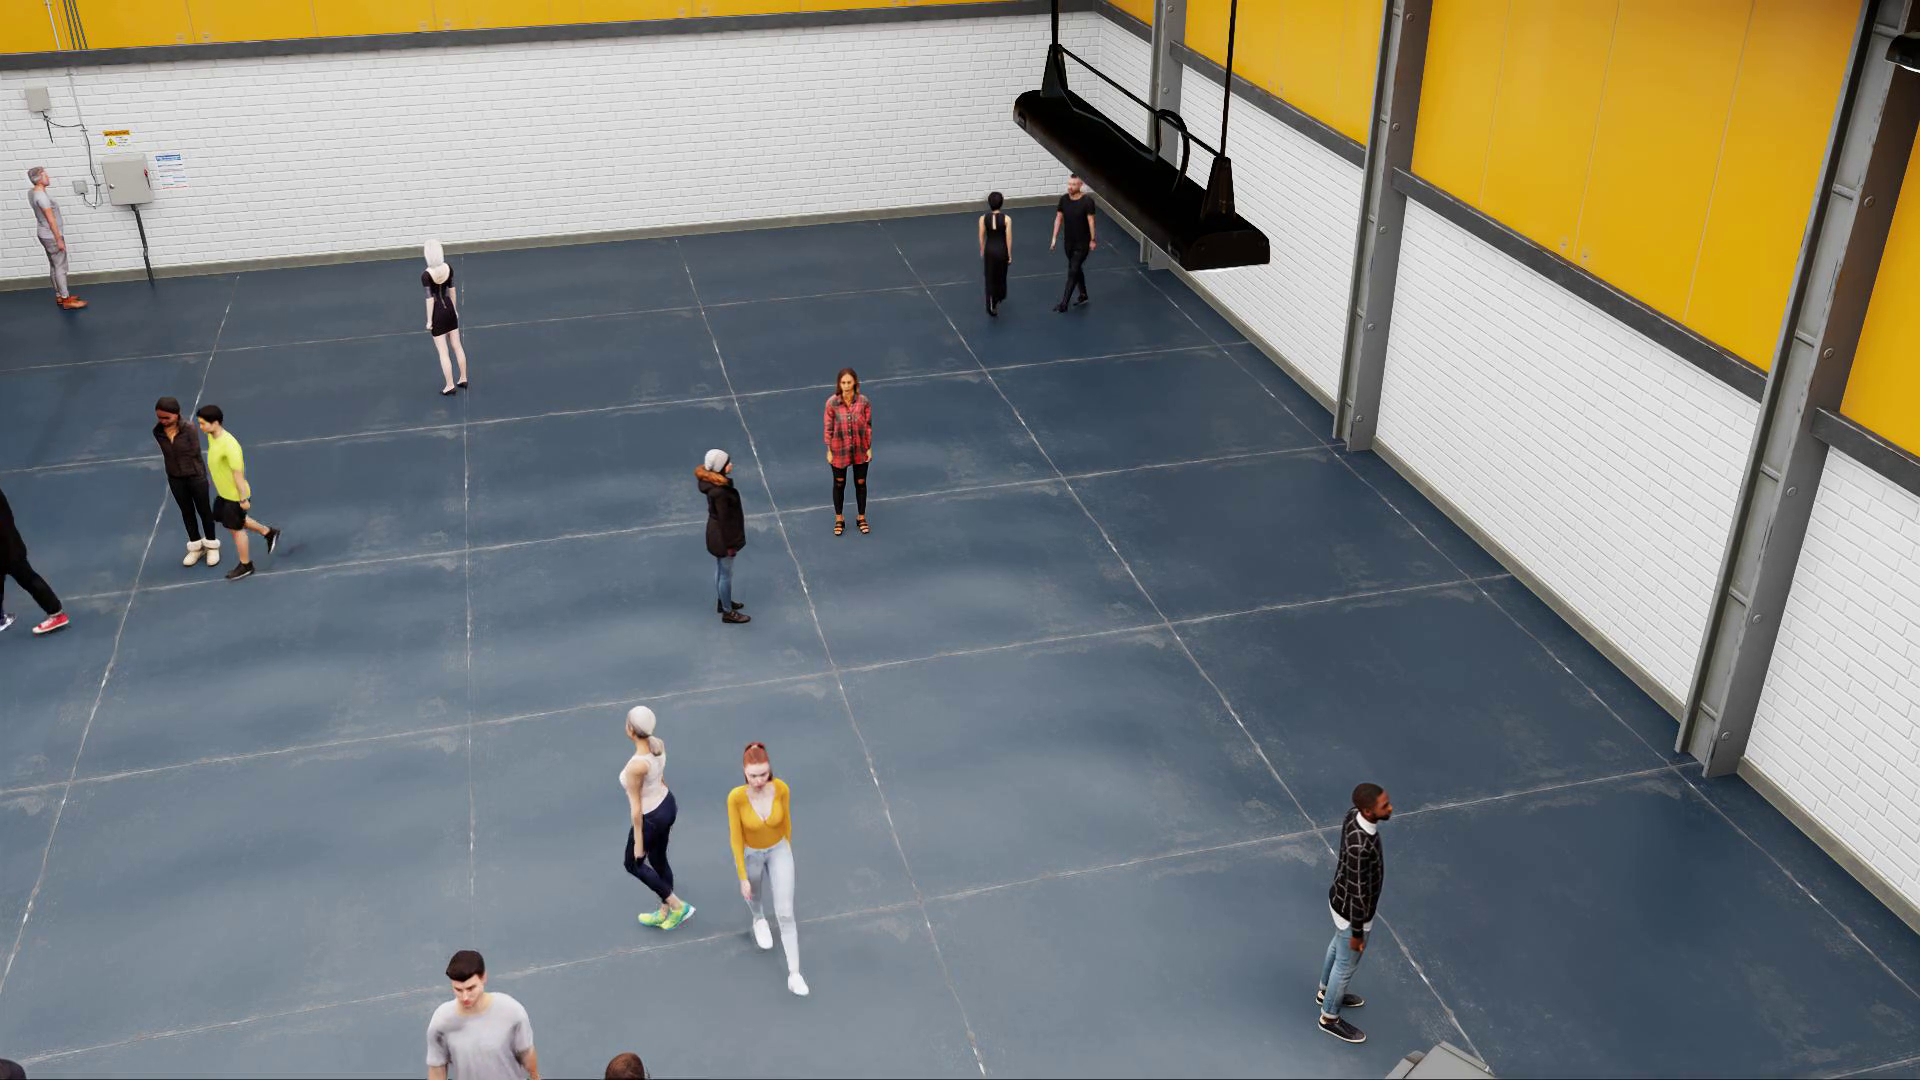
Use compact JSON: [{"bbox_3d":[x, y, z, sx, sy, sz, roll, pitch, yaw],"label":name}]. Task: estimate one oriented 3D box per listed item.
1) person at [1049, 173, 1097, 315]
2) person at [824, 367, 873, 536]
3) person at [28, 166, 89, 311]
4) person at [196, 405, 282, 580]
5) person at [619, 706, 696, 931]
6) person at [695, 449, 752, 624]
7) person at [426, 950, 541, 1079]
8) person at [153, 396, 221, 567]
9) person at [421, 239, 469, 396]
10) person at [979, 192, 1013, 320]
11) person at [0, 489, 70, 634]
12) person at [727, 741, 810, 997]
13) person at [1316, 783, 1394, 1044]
[{"bbox_3d":[1.536,-3.843,21.237,1.130,1.831,1.113,22,35,34],"label":"person"},{"bbox_3d":[-1.057,-0.855,15.892,0.635,1.703,0.578,-4,29,-7],"label":"person"},{"bbox_3d":[-11.646,-3.880,21.308,0.828,1.827,0.669,-24,36,-36],"label":"person"},{"bbox_3d":[-6.604,-0.493,15.240,0.897,1.692,0.905,-24,36,-36],"label":"person"},{"bbox_3d":[-1.929,1.866,10.919,0.850,1.688,0.777,6,29,11],"label":"person"},{"bbox_3d":[-2.062,-0.050,14.488,0.678,1.634,0.536,-8,30,-14],"label":"person"},{"bbox_3d":[-2.494,2.889,8.887,0.811,1.838,1.218,-3,29,-5],"label":"person"},{"bbox_3d":[-7.172,-0.587,15.445,0.650,1.660,0.603,-7,29,-13],"label":"person"},{"bbox_3d":[-5.855,-2.527,18.825,0.702,1.830,0.652,17,33,28],"label":"person"},{"bbox_3d":[0.422,-3.543,20.985,0.871,1.545,1.147,4,29,8],"label":"person"},{"bbox_3d":[-8.061,0.058,14.204,1.013,1.718,1.101,-25,37,-37],"label":"person"},{"bbox_3d":[-1.299,2.004,10.656,0.621,1.698,1.155,-10,30,-18],"label":"person"},{"bbox_3d":[2.383,2.220,10.131,0.804,1.821,0.663,6,29,10],"label":"person"}]
